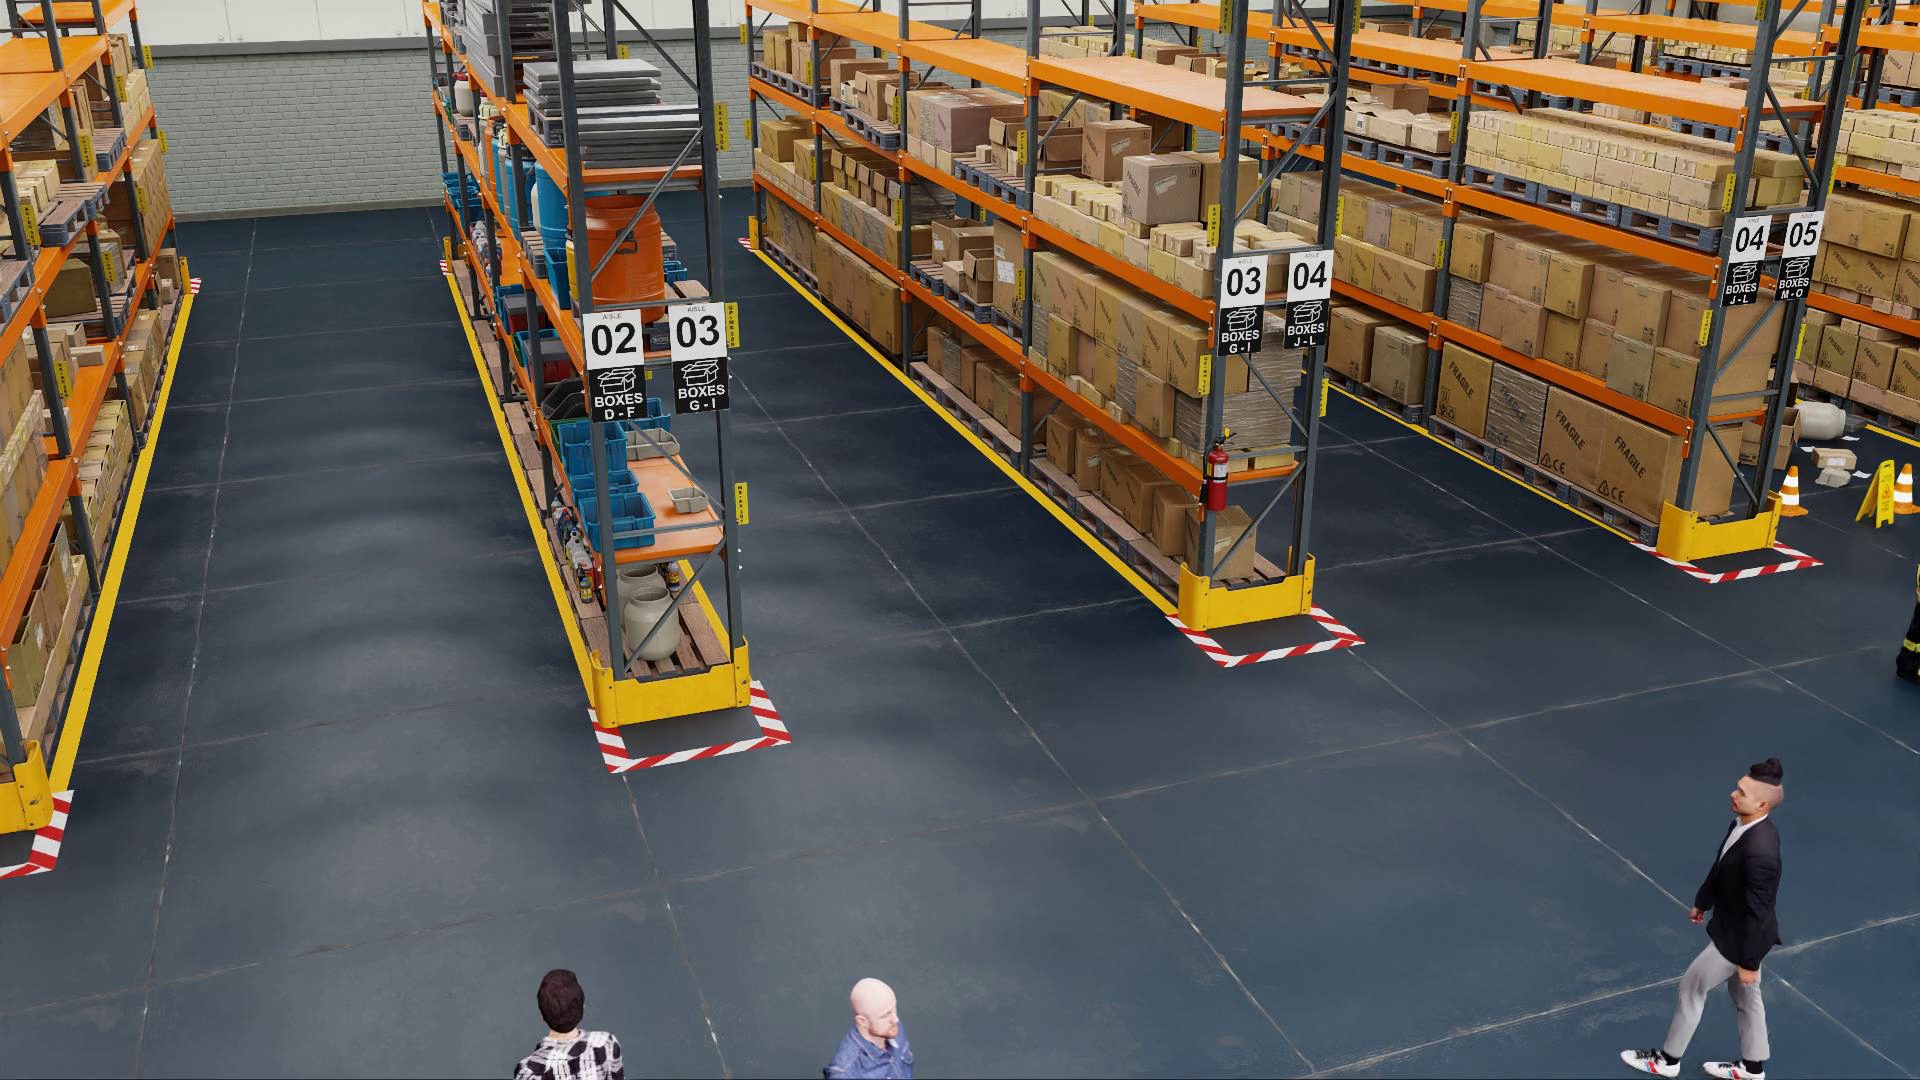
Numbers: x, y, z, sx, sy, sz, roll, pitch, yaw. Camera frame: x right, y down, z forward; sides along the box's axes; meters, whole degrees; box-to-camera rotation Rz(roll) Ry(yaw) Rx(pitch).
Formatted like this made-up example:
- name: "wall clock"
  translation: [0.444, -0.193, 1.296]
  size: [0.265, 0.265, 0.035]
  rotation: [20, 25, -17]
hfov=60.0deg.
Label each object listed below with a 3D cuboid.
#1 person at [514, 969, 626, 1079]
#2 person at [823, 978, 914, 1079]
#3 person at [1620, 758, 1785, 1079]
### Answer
- name: "person"
  translation: [-1.623, 2.693, 7.139]
  size: [0.856, 1.759, 1.205]
  rotation: [-15, 27, -33]
- name: "person"
  translation: [-0.374, 2.655, 7.145]
  size: [0.851, 1.824, 0.773]
  rotation: [8, 24, 19]
- name: "person"
  translation: [4.125, 2.024, 8.558]
  size: [1.118, 1.924, 1.076]
  rotation: [8, 24, 19]
